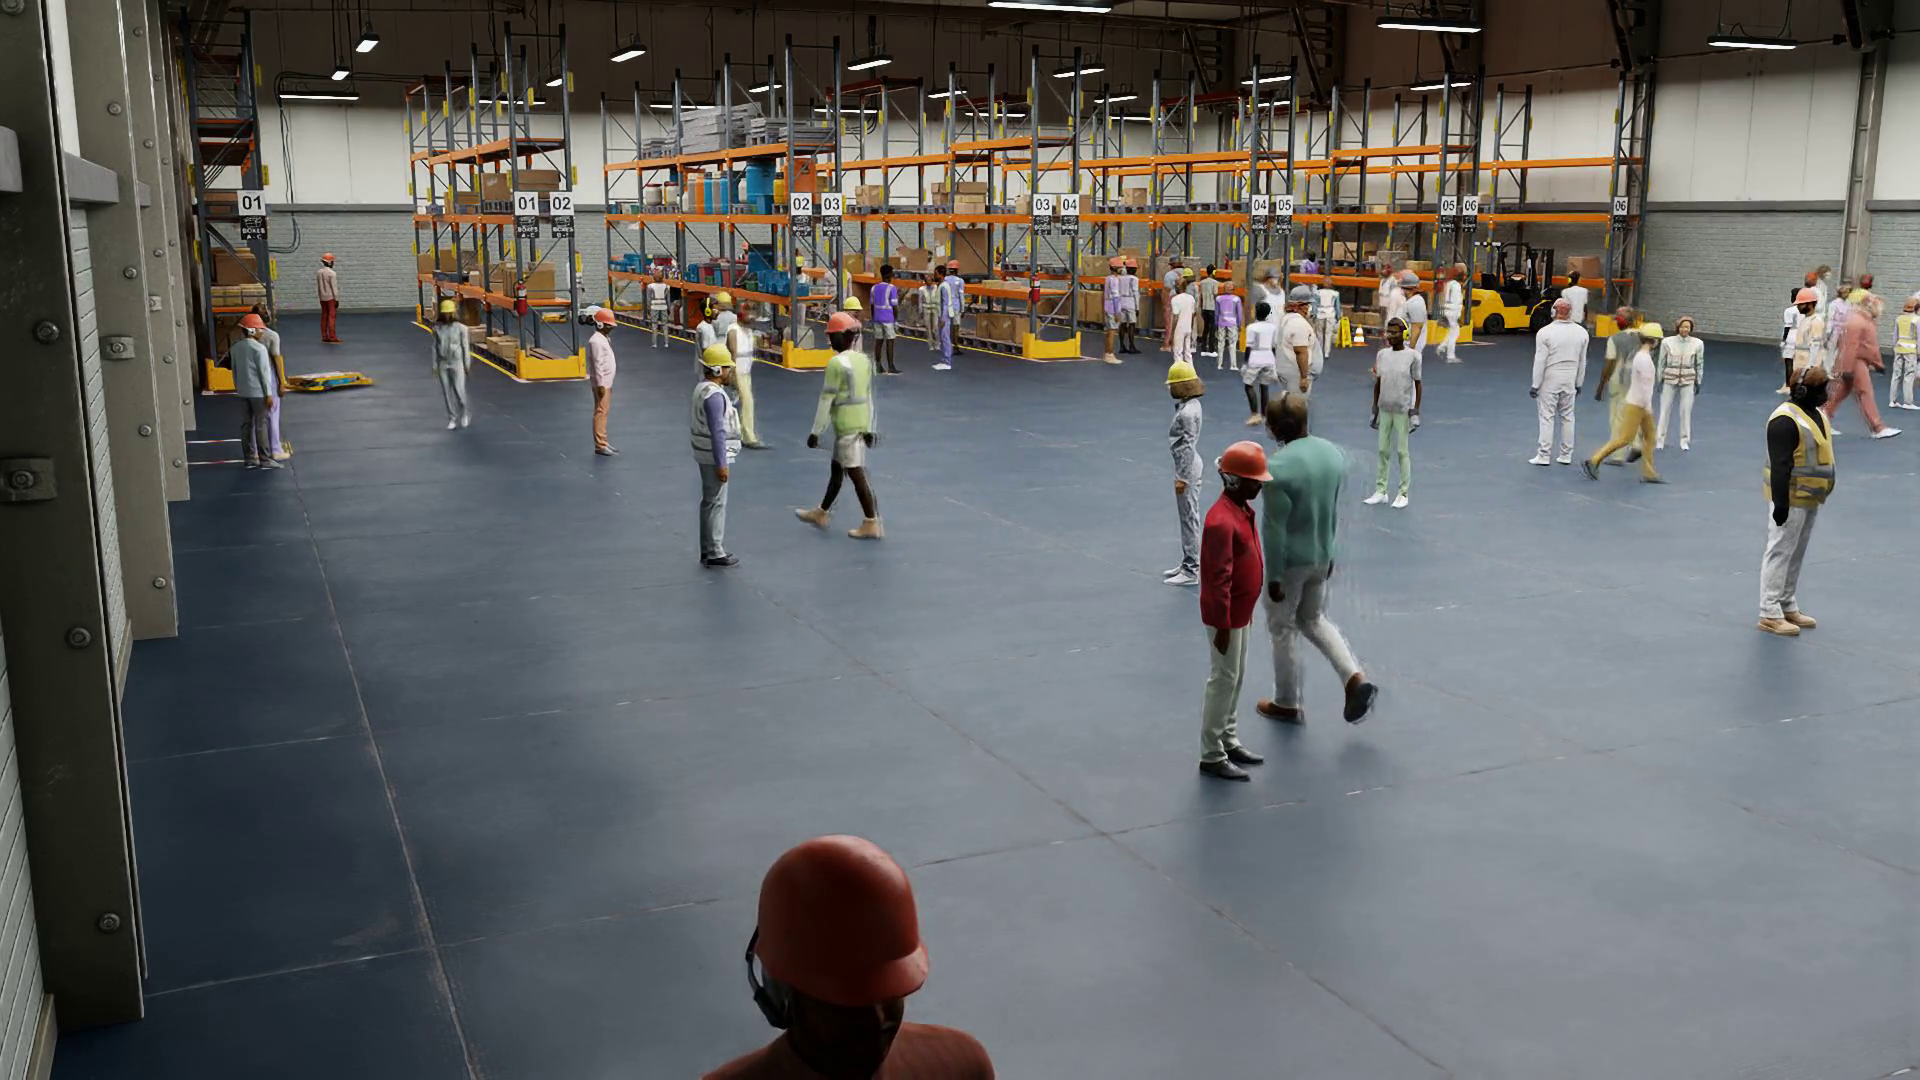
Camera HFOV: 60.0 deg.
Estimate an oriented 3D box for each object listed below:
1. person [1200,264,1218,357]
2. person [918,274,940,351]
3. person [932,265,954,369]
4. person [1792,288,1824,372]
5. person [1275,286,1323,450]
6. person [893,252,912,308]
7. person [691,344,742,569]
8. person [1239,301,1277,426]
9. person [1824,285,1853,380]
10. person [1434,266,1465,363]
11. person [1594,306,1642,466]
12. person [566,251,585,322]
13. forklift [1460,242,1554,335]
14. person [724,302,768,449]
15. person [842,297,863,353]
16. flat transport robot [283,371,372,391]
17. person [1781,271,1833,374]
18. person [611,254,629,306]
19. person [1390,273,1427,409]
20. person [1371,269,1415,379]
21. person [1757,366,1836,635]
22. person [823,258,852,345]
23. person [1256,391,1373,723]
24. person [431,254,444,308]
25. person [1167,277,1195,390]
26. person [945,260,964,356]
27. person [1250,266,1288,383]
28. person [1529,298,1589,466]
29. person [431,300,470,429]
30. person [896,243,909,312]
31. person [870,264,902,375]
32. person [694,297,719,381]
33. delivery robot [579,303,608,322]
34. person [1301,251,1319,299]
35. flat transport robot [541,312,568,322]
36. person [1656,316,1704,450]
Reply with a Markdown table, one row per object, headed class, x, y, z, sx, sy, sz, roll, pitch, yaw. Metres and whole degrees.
| class | x | y | z | sx | sy | sz | roll | pitch | yaw |
| --- | --- | --- | --- | --- | --- | --- | --- | --- | --- |
| person | 5.047 | -4.618 | 33.479 | 0.357 | 1.858 | 0.513 | -7 | 13 | -32 |
| person | -0.605 | -4.724 | 34.624 | 0.522 | 1.608 | 0.748 | 1 | 11 | 3 |
| person | -0.305 | -4.110 | 30.731 | 0.399 | 1.920 | 0.590 | -1 | 11 | -4 |
| person | 10.756 | -2.235 | 21.206 | 0.391 | 1.923 | 0.549 | 1 | 11 | 7 |
| person | 3.959 | -1.943 | 19.404 | 0.537 | 2.000 | 0.675 | -2 | 11 | -8 |
| person | -1.698 | -7.697 | 49.463 | 0.613 | 1.716 | 0.604 | -2 | 11 | -10 |
| person | -1.981 | -0.680 | 13.557 | 0.404 | 1.824 | 0.586 | -3 | 12 | -15 |
| person | 4.042 | -2.382 | 22.527 | 0.568 | 1.699 | 0.343 | -6 | 13 | -28 |
| person | 15.233 | -3.597 | 28.853 | 0.584 | 1.632 | 0.317 | -4 | 12 | -20 |
| person | 9.512 | -4.341 | 32.039 | 0.432 | 1.871 | 0.583 | 1 | 11 | 5 |
| person | 7.543 | -1.740 | 18.923 | 0.573 | 1.822 | 0.439 | -6 | 12 | -26 |
| person | -10.161 | -6.706 | 44.015 | 0.362 | 1.882 | 0.576 | 6 | 13 | 29 |
| forklift | 13.047 | -6.049 | 39.881 | 2.313 | 2.155 | 1.214 | -5 | 12 | -23 |
| person | -2.630 | -2.024 | 20.431 | 0.586 | 1.802 | 0.650 | 3 | 12 | 16 |
| person | -1.436 | -2.356 | 22.207 | 0.310 | 1.769 | 0.523 | 5 | 12 | 24 |
| flat transport robot | -10.437 | -2.623 | 27.372 | 0.652 | 0.197 | 1.431 | 5 | 12 | 22 |
| person | 15.128 | -3.824 | 29.475 | 0.595 | 1.862 | 0.816 | -8 | 14 | -36 |
| person | -9.497 | -7.060 | 46.193 | 0.647 | 1.737 | 0.566 | -3 | 12 | -15 |
| person | 6.361 | -2.785 | 23.686 | 0.535 | 2.000 | 0.685 | 2 | 11 | 12 |
| person | 7.266 | -3.532 | 27.676 | 0.648 | 1.963 | 0.678 | -9 | 14 | -39 |
| person | 5.771 | -0.279 | 11.455 | 0.637 | 1.842 | 0.429 | -11 | 15 | -43 |
| person | -2.687 | -5.226 | 36.433 | 0.655 | 1.906 | 0.407 | -4 | 12 | -18 |
| person | 1.920 | 0.133 | 9.183 | 0.660 | 1.914 | 0.669 | -8 | 14 | -35 |
| person | -14.851 | -7.287 | 47.267 | 0.533 | 1.768 | 0.310 | 6 | 13 | 30 |
| person | 3.603 | -3.354 | 27.080 | 0.517 | 1.842 | 0.325 | -10 | 15 | -40 |
| person | -0.148 | -4.708 | 33.753 | 0.547 | 1.928 | 0.385 | 5 | 12 | 24 |
| person | 5.322 | -3.722 | 28.447 | 0.696 | 2.000 | 1.013 | -7 | 13 | -33 |
| person | 6.814 | -1.799 | 19.016 | 0.653 | 1.906 | 0.408 | -3 | 11 | -13 |
| person | -6.812 | -2.337 | 22.220 | 0.484 | 1.731 | 0.387 | 1 | 11 | 3 |
| person | -1.693 | -7.614 | 48.291 | 0.571 | 2.015 | 0.607 | 9 | 15 | 40 |
| person | -1.330 | -3.923 | 29.654 | 0.608 | 1.966 | 0.372 | 9 | 14 | 37 |
| person | -3.079 | -2.025 | 20.300 | 0.323 | 1.861 | 0.502 | -2 | 11 | -8 |
| delivery robot | -9.437 | -5.865 | 42.886 | 0.707 | 0.478 | 0.477 | -10 | 15 | -42 |
| person | 9.975 | -7.292 | 47.241 | 0.636 | 1.795 | 0.868 | -6 | 13 | -29 |
| flat transport robot | -10.808 | -5.963 | 44.350 | 0.652 | 0.197 | 1.431 | -2 | 11 | -11 |
| person | 8.771 | -1.908 | 20.281 | 0.519 | 1.633 | 0.314 | 4 | 12 | 19 |
